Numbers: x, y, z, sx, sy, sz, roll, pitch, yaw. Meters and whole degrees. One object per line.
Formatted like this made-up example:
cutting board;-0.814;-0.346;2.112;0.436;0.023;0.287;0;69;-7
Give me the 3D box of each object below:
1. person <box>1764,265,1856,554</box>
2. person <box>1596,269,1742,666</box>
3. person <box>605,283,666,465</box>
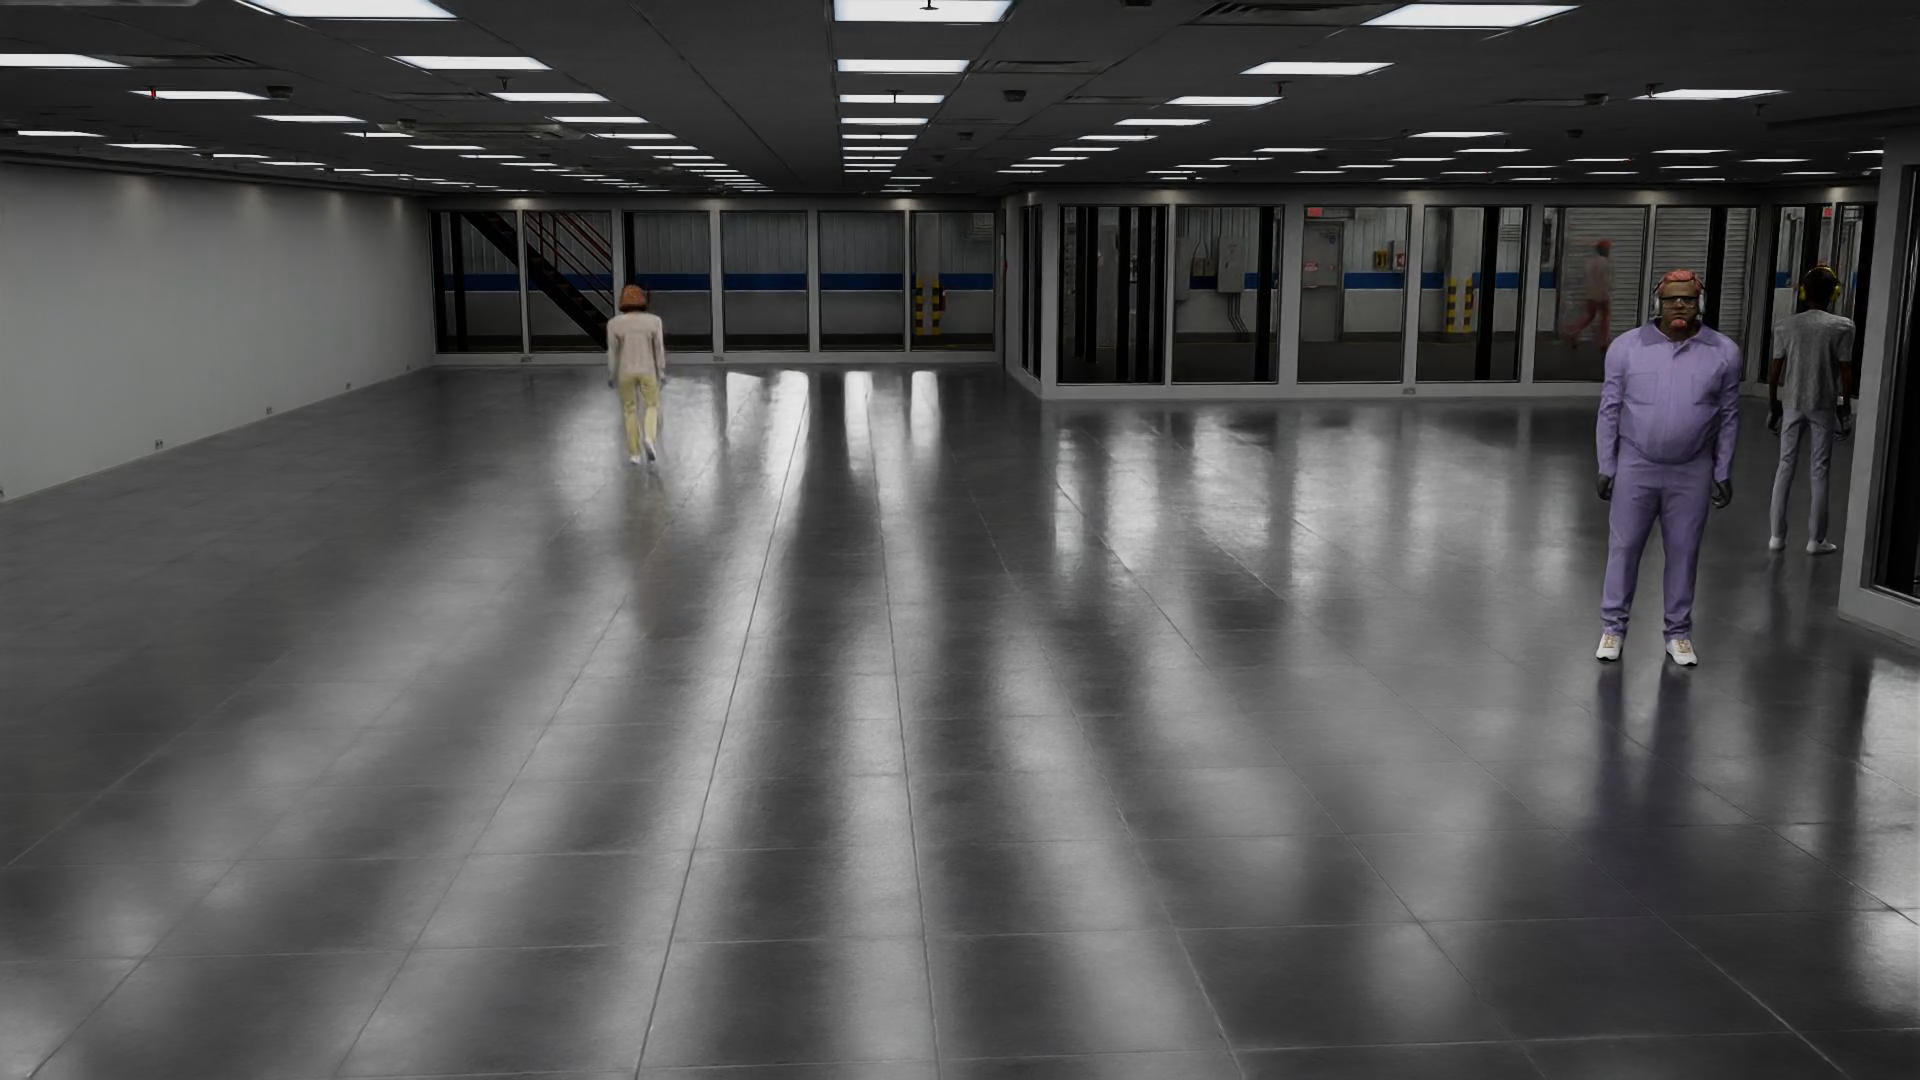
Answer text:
person;5.529;-0.841;10.818;0.532;1.876;0.321;9;14;39
person;3.405;-0.343;8.035;0.639;1.910;0.407;3;11;16
person;-2.913;-1.484;14.924;0.532;1.620;0.330;-2;11;-12
